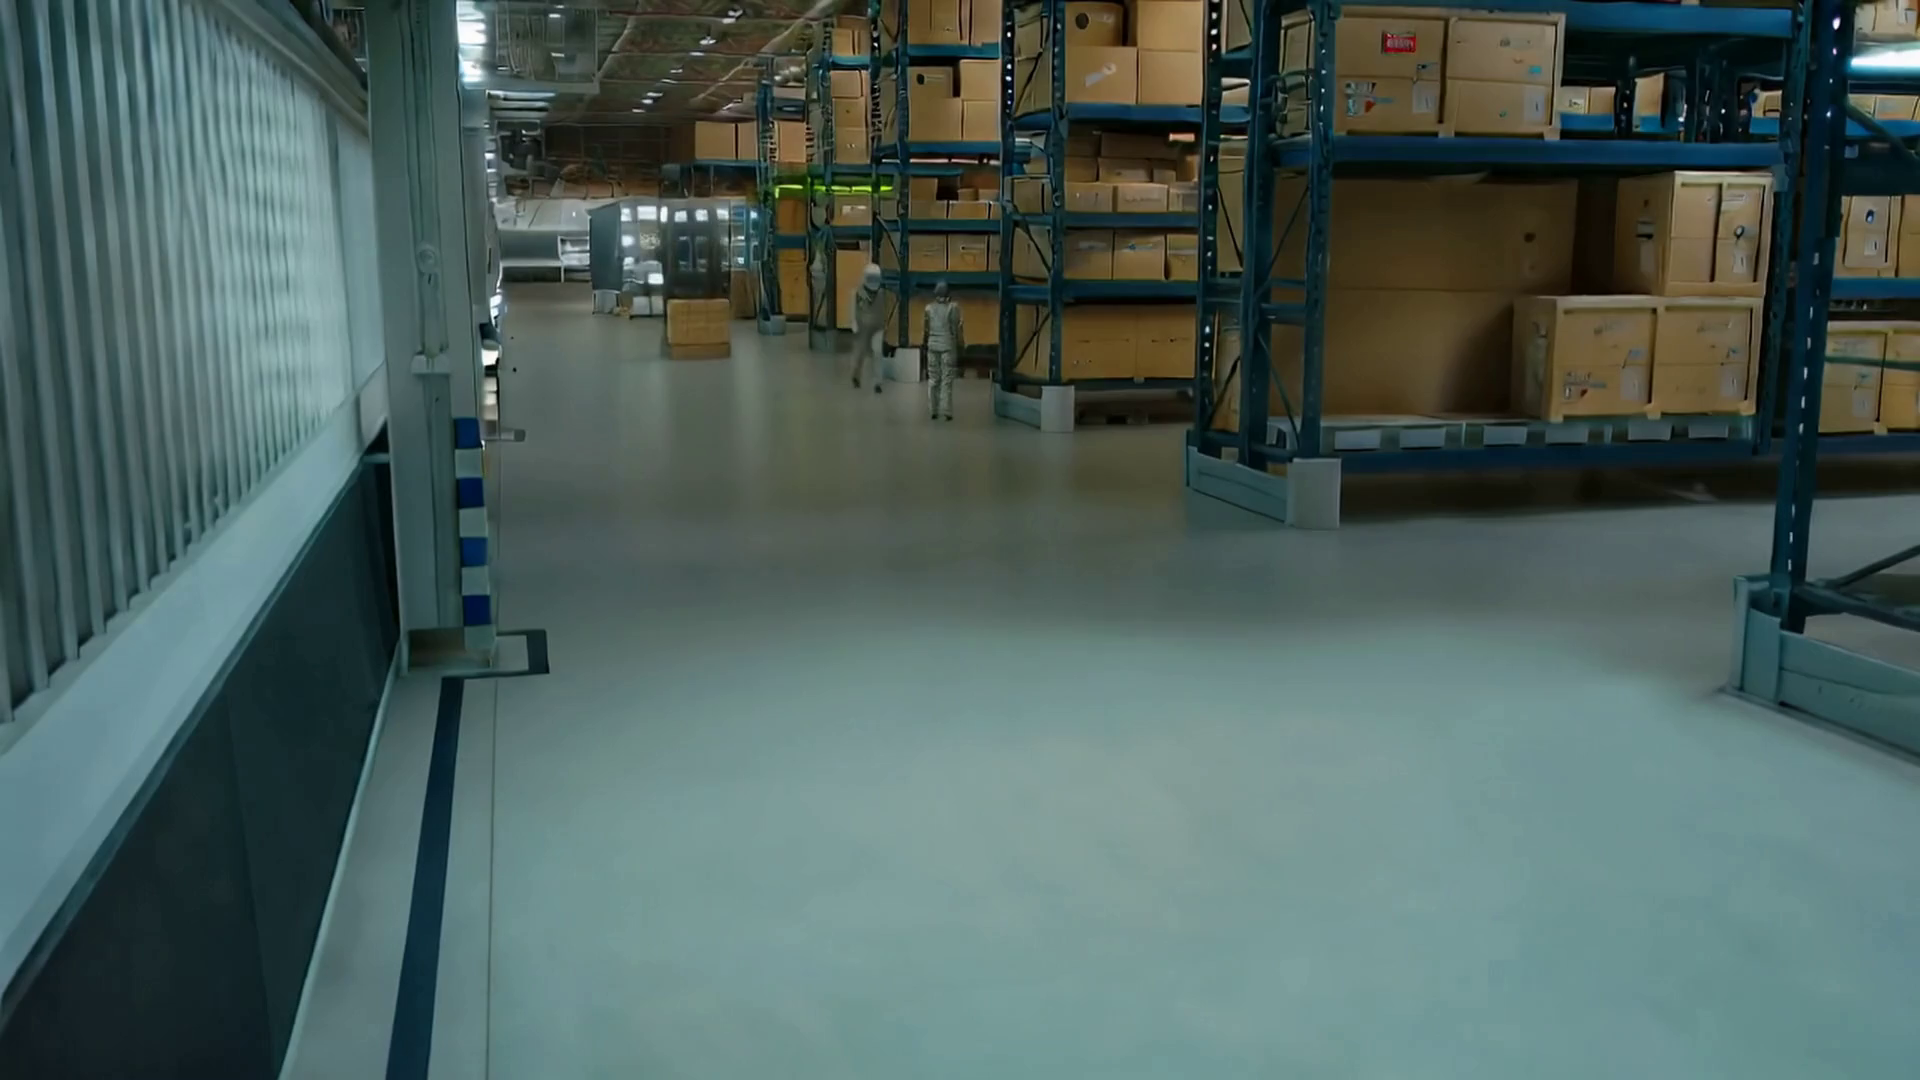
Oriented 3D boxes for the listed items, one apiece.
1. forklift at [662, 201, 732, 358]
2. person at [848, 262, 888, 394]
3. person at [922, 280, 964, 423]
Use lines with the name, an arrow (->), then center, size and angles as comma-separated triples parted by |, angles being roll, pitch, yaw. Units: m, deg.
forklift -> -4.817, -4.748, 30.258 | 1.129, 2.768, 1.873 | -3, 10, -15
person -> -1.285, -2.944, 23.064 | 0.580, 1.812, 0.775 | -3, 11, -19
person -> -0.194, -2.167, 19.158 | 0.514, 1.639, 0.310 | 4, 11, 23
